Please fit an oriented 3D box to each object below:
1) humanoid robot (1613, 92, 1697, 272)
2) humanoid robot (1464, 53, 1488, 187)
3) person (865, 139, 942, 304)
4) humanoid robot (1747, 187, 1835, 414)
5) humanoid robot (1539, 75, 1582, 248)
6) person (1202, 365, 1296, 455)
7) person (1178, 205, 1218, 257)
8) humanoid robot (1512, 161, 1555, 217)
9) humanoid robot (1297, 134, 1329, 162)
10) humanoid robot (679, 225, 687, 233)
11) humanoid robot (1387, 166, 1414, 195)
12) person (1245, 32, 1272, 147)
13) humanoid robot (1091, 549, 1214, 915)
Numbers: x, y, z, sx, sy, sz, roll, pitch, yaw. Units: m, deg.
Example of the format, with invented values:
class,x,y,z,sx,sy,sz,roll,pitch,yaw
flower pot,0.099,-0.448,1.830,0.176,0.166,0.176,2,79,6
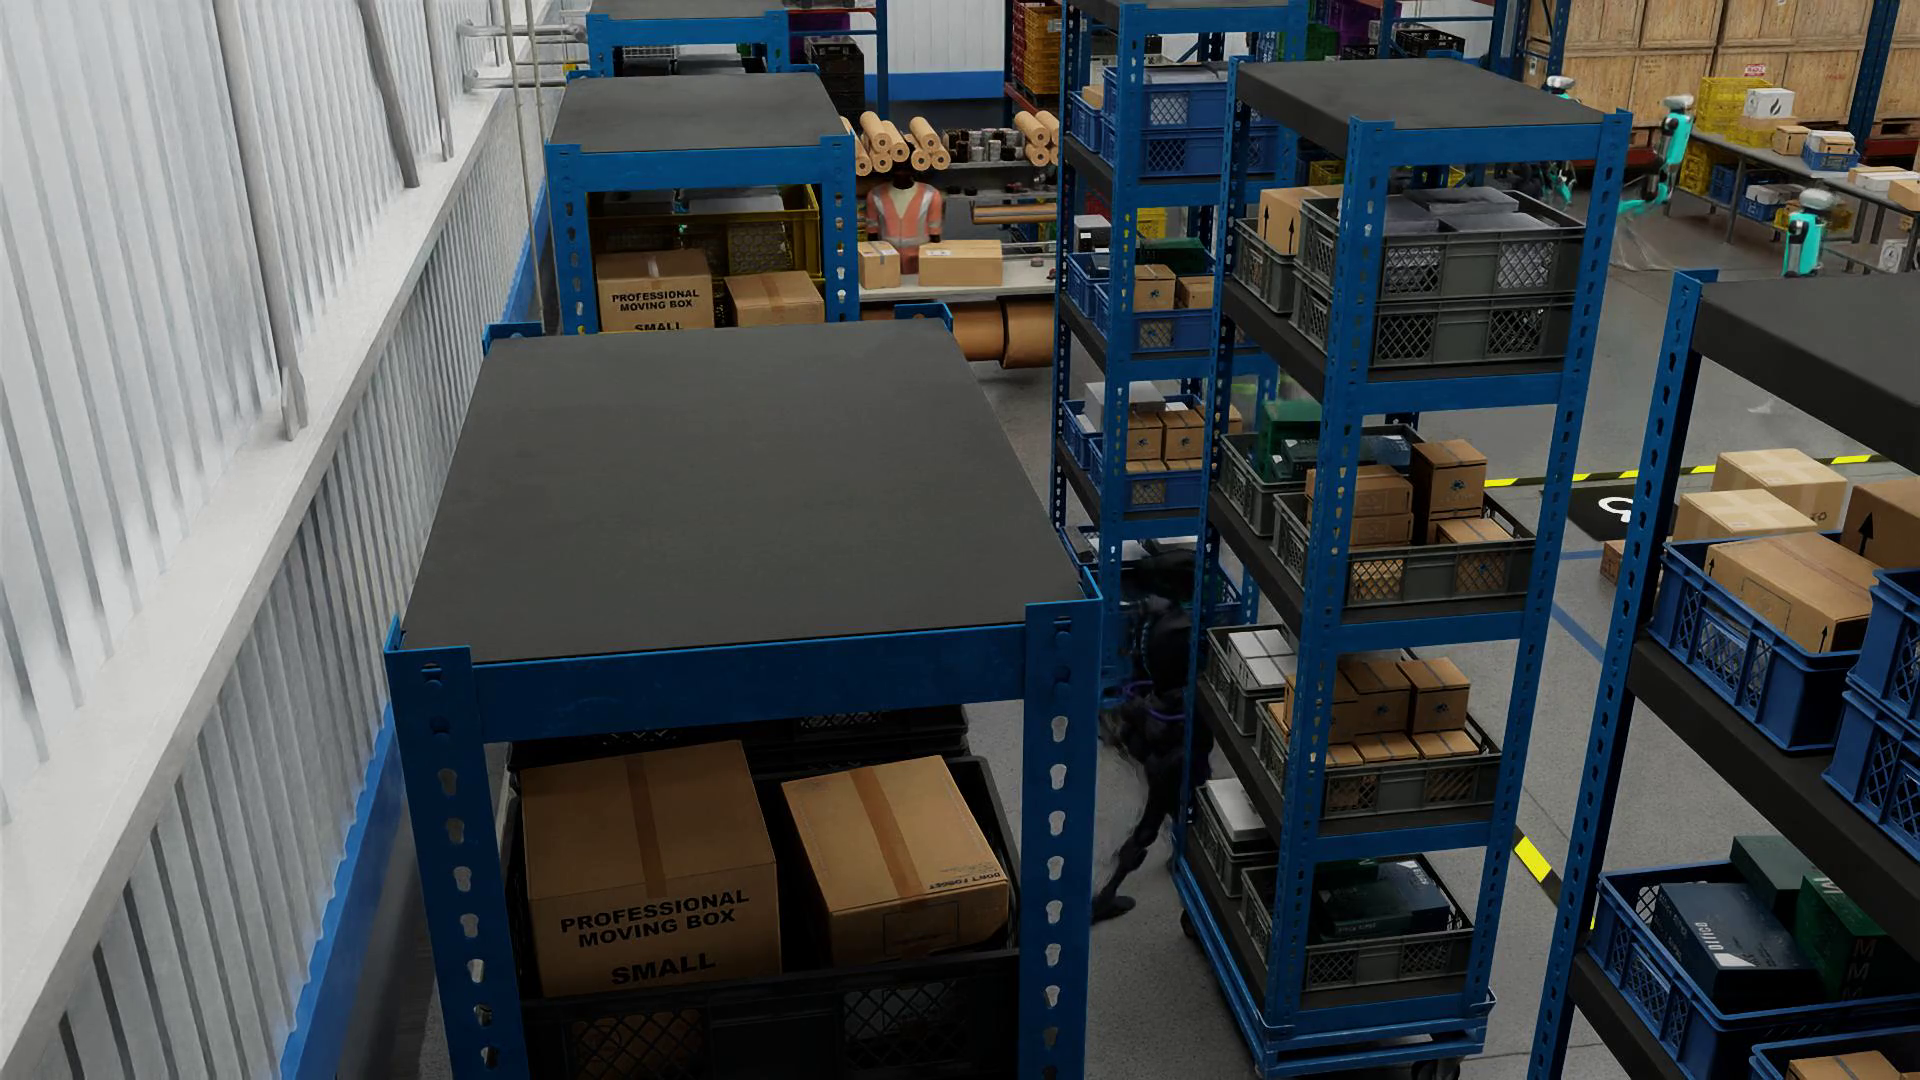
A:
class,x,y,z,sx,sy,sz,roll,pitch,yaw
humanoid robot,6.507,-3.437,15.851,0.734,1.677,0.534,22,33,39
humanoid robot,5.760,-4.580,18.564,0.341,1.656,0.601,21,32,38
person,-0.440,-2.132,12.914,0.597,1.958,0.365,3,25,7
humanoid robot,6.413,-1.638,12.133,0.958,1.769,0.542,17,30,33
humanoid robot,6.020,-3.779,16.726,0.678,1.782,0.545,-18,30,-34
person,1.739,-0.816,10.229,0.621,1.804,0.943,-4,25,-8
person,2.256,-3.390,15.783,0.429,1.846,0.626,-22,33,-40
humanoid robot,5.655,-3.581,16.395,0.338,1.658,0.603,20,31,37
humanoid robot,3.876,-4.463,18.303,0.316,1.647,0.611,-10,26,-20
humanoid robot,-2.150,-1.547,11.859,0.541,1.758,0.634,11,27,22
humanoid robot,3.752,-2.629,14.343,0.632,1.632,0.589,-4,25,-9
person,3.382,-5.007,19.251,0.359,1.883,0.572,17,30,33
humanoid robot,0.851,0.794,6.937,0.779,1.628,0.590,-12,27,-24
